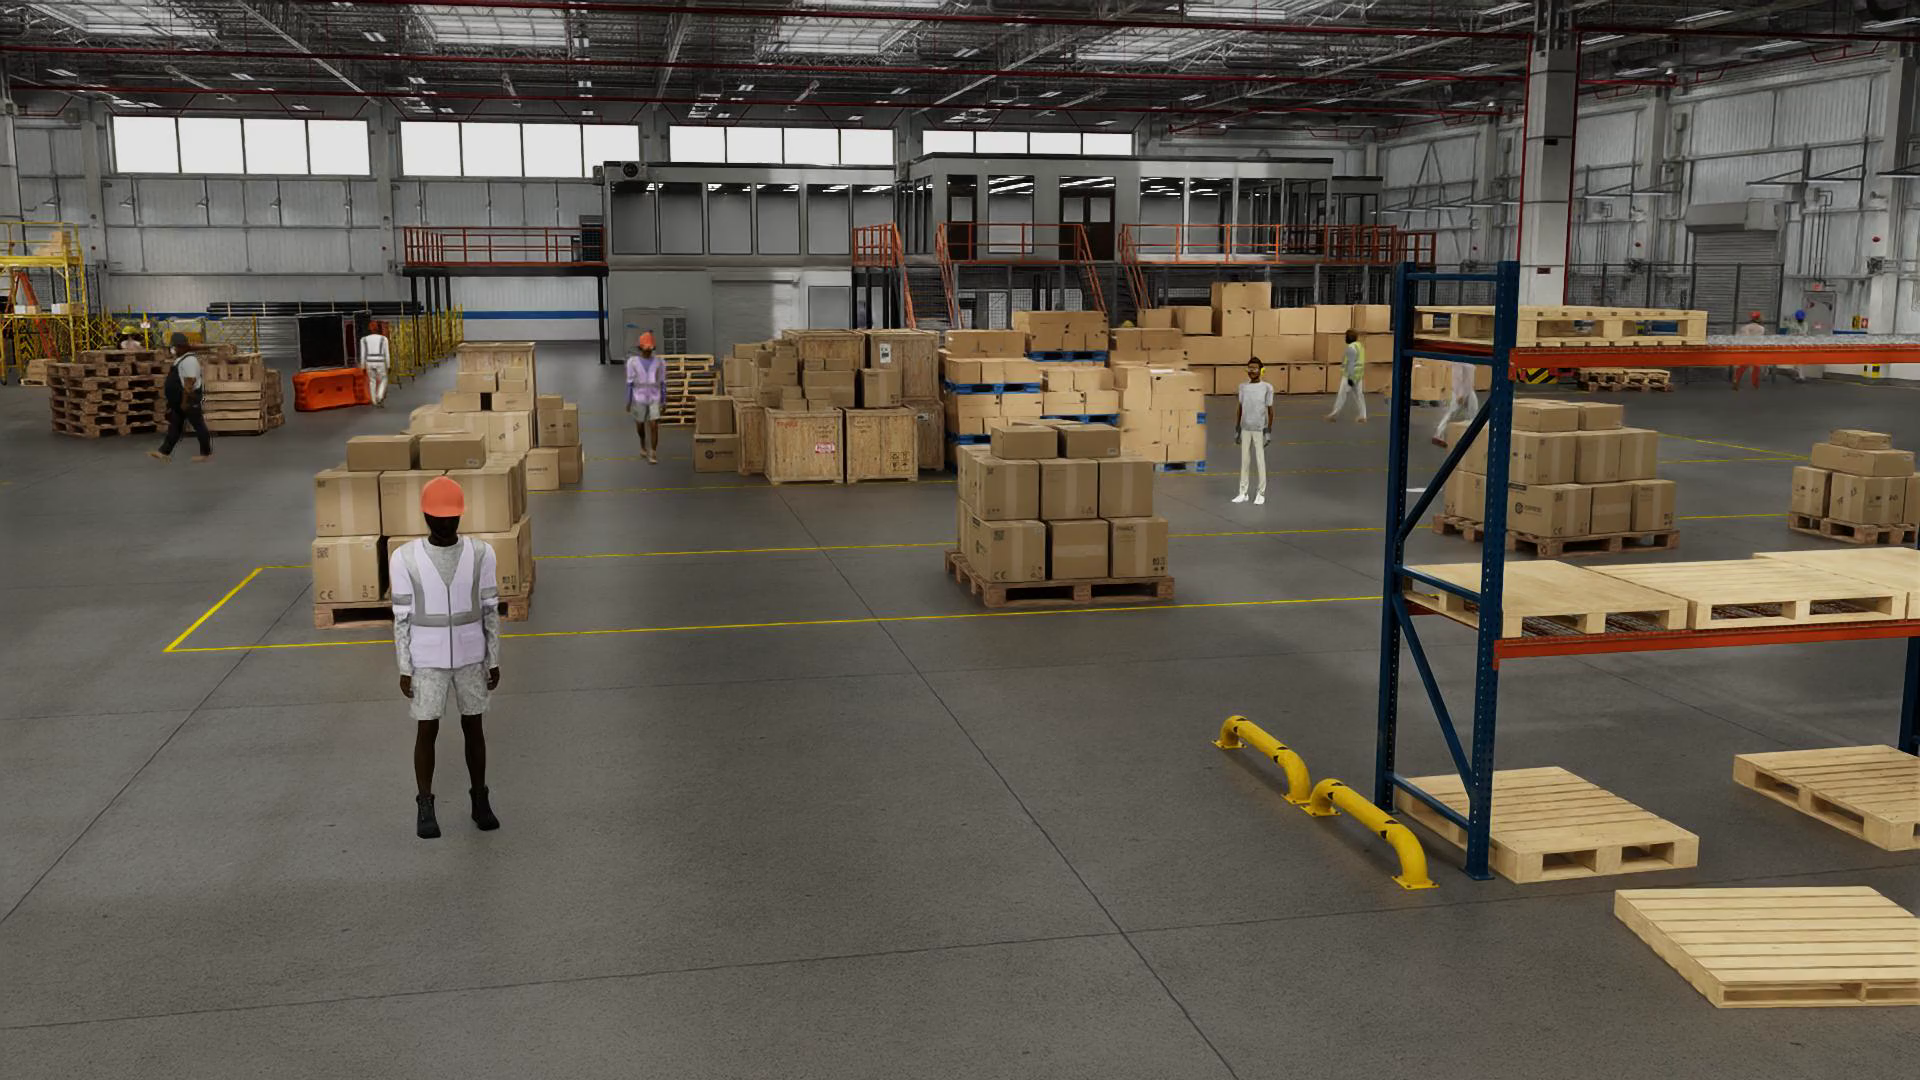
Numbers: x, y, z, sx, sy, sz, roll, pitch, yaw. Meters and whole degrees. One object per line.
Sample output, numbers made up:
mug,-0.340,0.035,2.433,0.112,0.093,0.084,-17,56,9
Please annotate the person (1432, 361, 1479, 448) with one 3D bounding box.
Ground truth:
person,8.276,-2.429,27.455,0.649,1.894,1.025,-9,13,-43

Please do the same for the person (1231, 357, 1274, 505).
person,3.723,-1.386,21.131,0.518,1.876,0.326,6,11,34

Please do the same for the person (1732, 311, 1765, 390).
person,19.260,-4.617,40.623,0.934,1.958,0.624,-7,11,-35

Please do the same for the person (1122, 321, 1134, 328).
person,3.489,-3.543,34.170,0.750,1.900,0.622,7,11,35

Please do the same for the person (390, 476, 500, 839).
person,-2.691,0.618,8.767,0.542,1.928,0.398,-4,10,-25

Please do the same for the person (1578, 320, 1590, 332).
person,17.895,-5.721,47.537,0.938,1.885,0.568,7,12,37

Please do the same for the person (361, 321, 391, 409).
person,-12.362,-3.696,35.228,0.615,1.865,0.420,-1,9,-7

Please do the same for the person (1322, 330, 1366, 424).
person,7.463,-3.148,32.092,0.915,1.799,0.652,6,11,33

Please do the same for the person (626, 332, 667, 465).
person,-4.802,-2.176,25.502,0.623,2.020,0.659,-2,9,-11

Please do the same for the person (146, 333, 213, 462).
person,-12.023,-2.191,25.531,0.957,2.000,0.702,-7,12,-38

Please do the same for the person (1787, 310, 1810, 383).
person,21.752,-5.015,43.153,0.706,1.902,0.566,-4,10,-23

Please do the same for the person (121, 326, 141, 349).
person,-17.926,-3.781,36.099,0.535,1.749,0.529,4,10,23
